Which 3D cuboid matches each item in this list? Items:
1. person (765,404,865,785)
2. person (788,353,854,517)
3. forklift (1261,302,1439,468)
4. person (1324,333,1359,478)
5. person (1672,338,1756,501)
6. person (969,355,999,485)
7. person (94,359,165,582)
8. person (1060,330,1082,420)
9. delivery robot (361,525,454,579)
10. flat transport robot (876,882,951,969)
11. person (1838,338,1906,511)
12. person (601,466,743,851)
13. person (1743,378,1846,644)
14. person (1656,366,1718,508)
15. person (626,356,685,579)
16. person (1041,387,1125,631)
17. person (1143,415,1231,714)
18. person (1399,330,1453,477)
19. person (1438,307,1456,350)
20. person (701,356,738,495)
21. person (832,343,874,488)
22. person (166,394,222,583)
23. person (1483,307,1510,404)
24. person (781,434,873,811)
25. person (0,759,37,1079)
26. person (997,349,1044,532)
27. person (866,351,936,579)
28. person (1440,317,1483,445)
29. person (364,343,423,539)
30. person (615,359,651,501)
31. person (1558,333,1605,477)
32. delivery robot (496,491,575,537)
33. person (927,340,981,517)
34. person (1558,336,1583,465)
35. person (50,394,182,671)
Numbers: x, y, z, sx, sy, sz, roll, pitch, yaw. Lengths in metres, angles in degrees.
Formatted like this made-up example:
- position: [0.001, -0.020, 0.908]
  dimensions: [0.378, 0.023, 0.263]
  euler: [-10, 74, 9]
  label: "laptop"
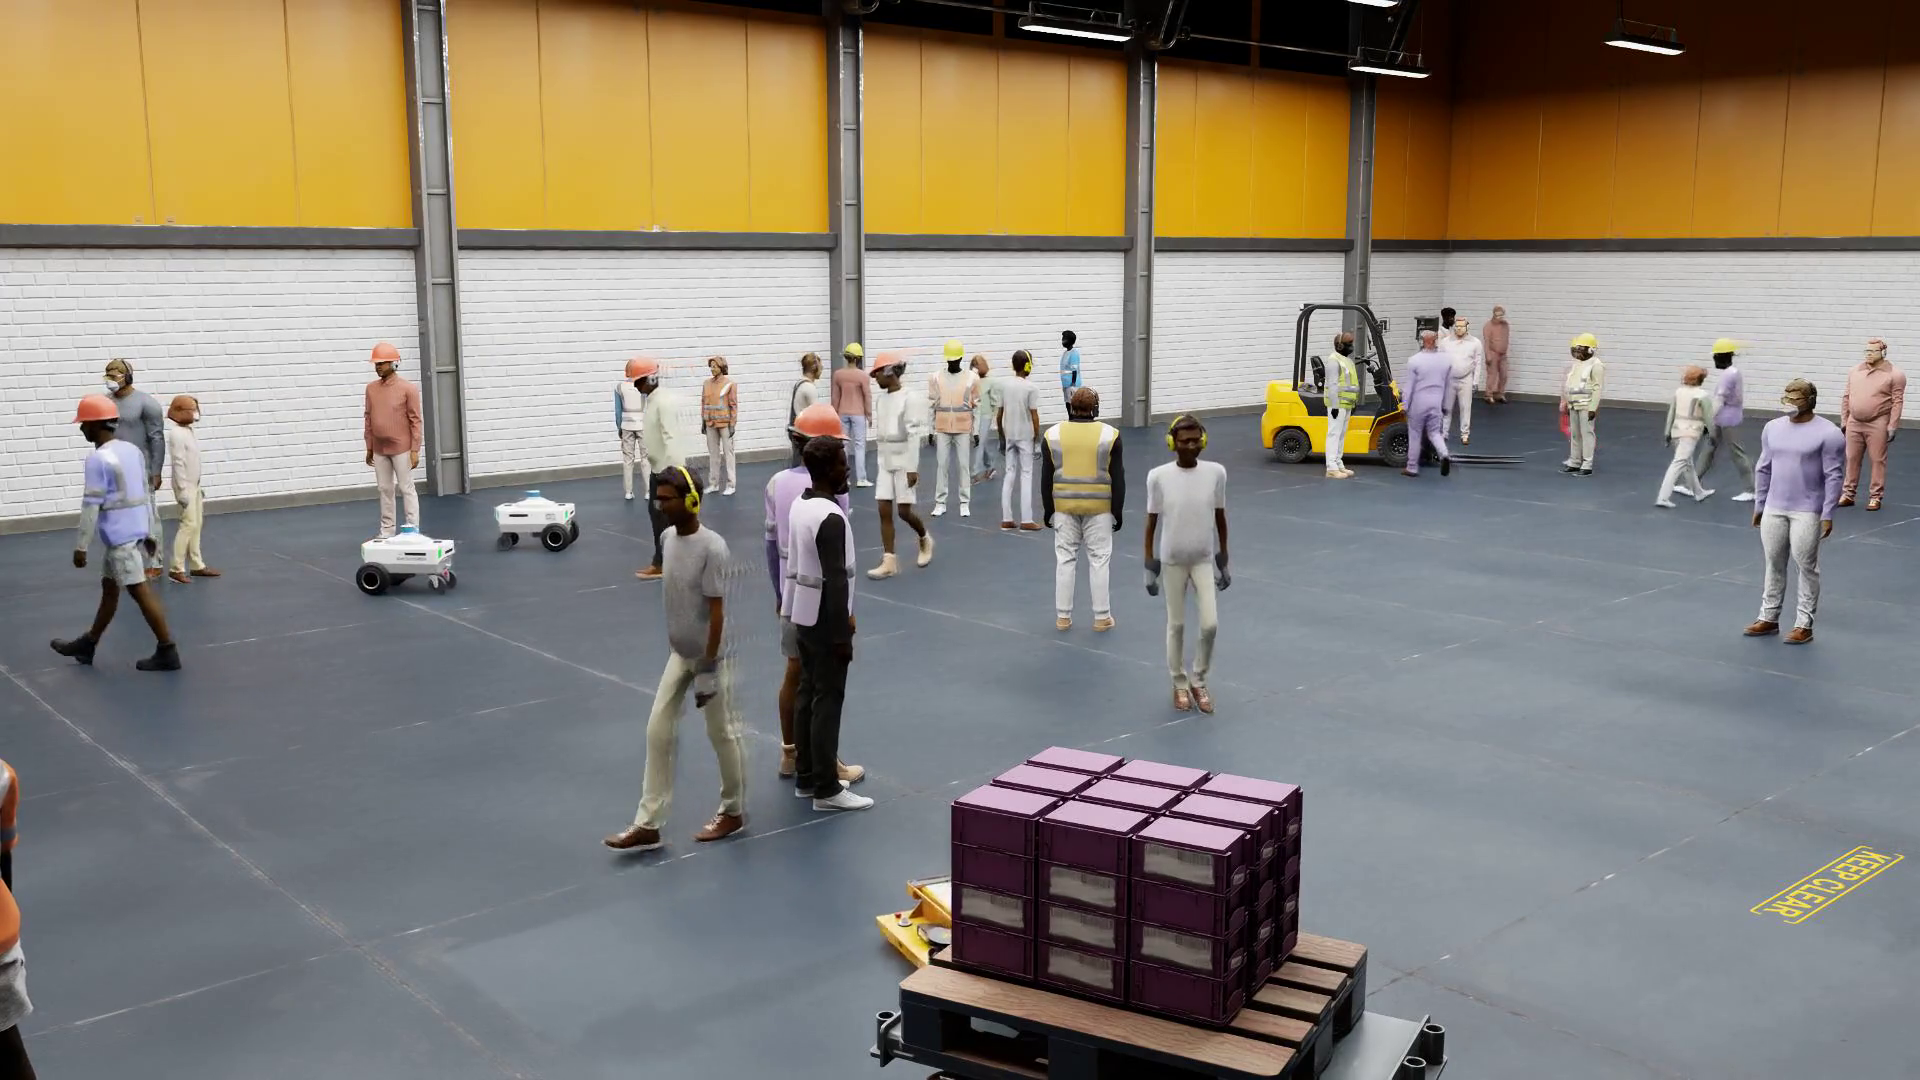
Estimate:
- position: [-0.762, 0.293, 8.867]
  dimensions: [0.615, 2.039, 0.388]
  euler: [10, 14, 44]
  label: "person"
- position: [-1.486, -1.028, 17.291]
  dimensions: [0.875, 1.802, 0.552]
  euler: [-2, 10, -12]
  label: "person"
- position: [5.320, -2.157, 22.763]
  dimensions: [2.313, 2.155, 1.214]
  euler: [3, 10, 16]
  label: "forklift"
- position: [4.865, -1.715, 21.210]
  dimensions: [0.429, 1.845, 0.621]
  euler: [5, 11, 29]
  label: "person"
- position: [8.798, -1.382, 19.181]
  dimensions: [0.995, 1.874, 0.587]
  euler: [4, 10, 22]
  label: "person"
- position: [0.258, -1.516, 20.770]
  dimensions: [0.516, 1.593, 0.851]
  euler: [6, 11, 31]
  label: "person"
- position: [-7.181, -0.599, 14.392]
  dimensions: [0.636, 1.938, 0.354]
  euler: [2, 10, 12]
  label: "person"
- position: [1.690, -2.366, 25.472]
  dimensions: [0.321, 1.691, 0.537]
  euler: [-2, 10, -14]
  label: "person"
- position: [-4.631, 0.117, 13.973]
  dimensions: [0.707, 0.478, 0.477]
  euler: [0, 10, 3]
  label: "delivery robot"
- position: [0.434, 1.519, 6.863]
  dimensions: [1.431, 0.197, 0.652]
  euler: [-5, 11, -25]
  label: "flat transport robot"
- position: [10.088, -1.282, 18.480]
  dimensions: [0.406, 1.911, 0.637]
  euler: [-7, 12, -35]
  label: "person"
- position: [-1.341, 0.578, 7.784]
  dimensions: [0.562, 1.836, 0.849]
  euler: [9, 13, 42]
  label: "person"
- position: [6.086, -0.213, 12.133]
  dimensions: [0.354, 1.937, 0.635]
  euler: [-6, 11, -30]
  label: "person"
- position: [8.207, -1.156, 18.670]
  dimensions: [0.900, 1.584, 0.515]
  euler: [-3, 10, -17]
  label: "person"
- position: [-2.523, -0.634, 14.556]
  dimensions: [0.722, 1.952, 0.672]
  euler: [-4, 11, -25]
  label: "person"
- position: [0.929, -0.231, 12.523]
  dimensions: [0.634, 1.841, 0.429]
  euler: [2, 10, 12]
  label: "person"
- position: [1.406, 0.157, 10.206]
  dimensions: [0.571, 1.850, 0.549]
  euler: [0, 10, -1]
  label: "person"
- position: [5.915, -1.717, 21.085]
  dimensions: [0.668, 1.889, 0.707]
  euler: [-3, 10, -16]
  label: "person"
- position: [8.233, -2.984, 28.336]
  dimensions: [0.402, 1.953, 0.610]
  euler: [6, 12, 33]
  label: "person"
- position: [-2.842, -1.349, 19.657]
  dimensions: [0.513, 1.641, 0.307]
  euler: [5, 11, 29]
  label: "person"
- position: [-1.295, -1.520, 20.293]
  dimensions: [0.533, 1.765, 0.330]
  euler: [5, 11, 26]
  label: "person"
- position: [-6.684, -0.450, 14.429]
  dimensions: [0.299, 1.637, 0.512]
  euler: [-2, 10, -11]
  label: "person"
- position: [10.174, -3.498, 31.588]
  dimensions: [0.683, 1.862, 0.510]
  euler: [-5, 11, -25]
  label: "person"
- position: [-0.700, 0.419, 8.482]
  dimensions: [0.389, 1.921, 0.592]
  euler: [-4, 11, -23]
  label: "person"
- position: [-2.874, 1.172, 4.719]
  dimensions: [0.317, 1.698, 0.540]
  euler: [1, 10, 9]
  label: "person"
- position: [0.614, -1.015, 17.044]
  dimensions: [0.533, 1.864, 0.310]
  euler: [7, 12, 37]
  label: "person"
- position: [-0.558, -0.668, 14.650]
  dimensions: [0.636, 1.979, 0.766]
  euler: [9, 13, 41]
  label: "person"
- position: [7.458, -2.379, 24.904]
  dimensions: [0.642, 1.909, 0.410]
  euler: [4, 11, 23]
  label: "person"
- position: [-5.417, -0.878, 15.857]
  dimensions: [0.622, 1.993, 0.382]
  euler: [4, 10, 20]
  label: "person"
- position: [-3.720, -1.265, 19.171]
  dimensions: [0.510, 1.639, 0.308]
  euler: [2, 10, 10]
  label: "person"
- position: [7.962, -1.727, 21.294]
  dimensions: [0.404, 1.837, 0.593]
  euler: [-2, 10, -12]
  label: "person"
- position: [-4.091, -0.233, 16.019]
  dimensions: [0.707, 0.478, 0.477]
  euler: [0, 10, -1]
  label: "delivery robot"
- position: [-0.067, -1.204, 17.996]
  dimensions: [0.585, 1.918, 0.379]
  euler: [1, 10, 8]
  label: "person"
- position: [8.263, -1.847, 22.215]
  dimensions: [0.549, 1.749, 0.475]
  euler: [-4, 11, -23]
  label: "person"
- position: [-5.787, -0.039, 11.250]
  dimensions: [0.981, 1.882, 0.552]
  euler: [0, 10, -2]
  label: "person"
